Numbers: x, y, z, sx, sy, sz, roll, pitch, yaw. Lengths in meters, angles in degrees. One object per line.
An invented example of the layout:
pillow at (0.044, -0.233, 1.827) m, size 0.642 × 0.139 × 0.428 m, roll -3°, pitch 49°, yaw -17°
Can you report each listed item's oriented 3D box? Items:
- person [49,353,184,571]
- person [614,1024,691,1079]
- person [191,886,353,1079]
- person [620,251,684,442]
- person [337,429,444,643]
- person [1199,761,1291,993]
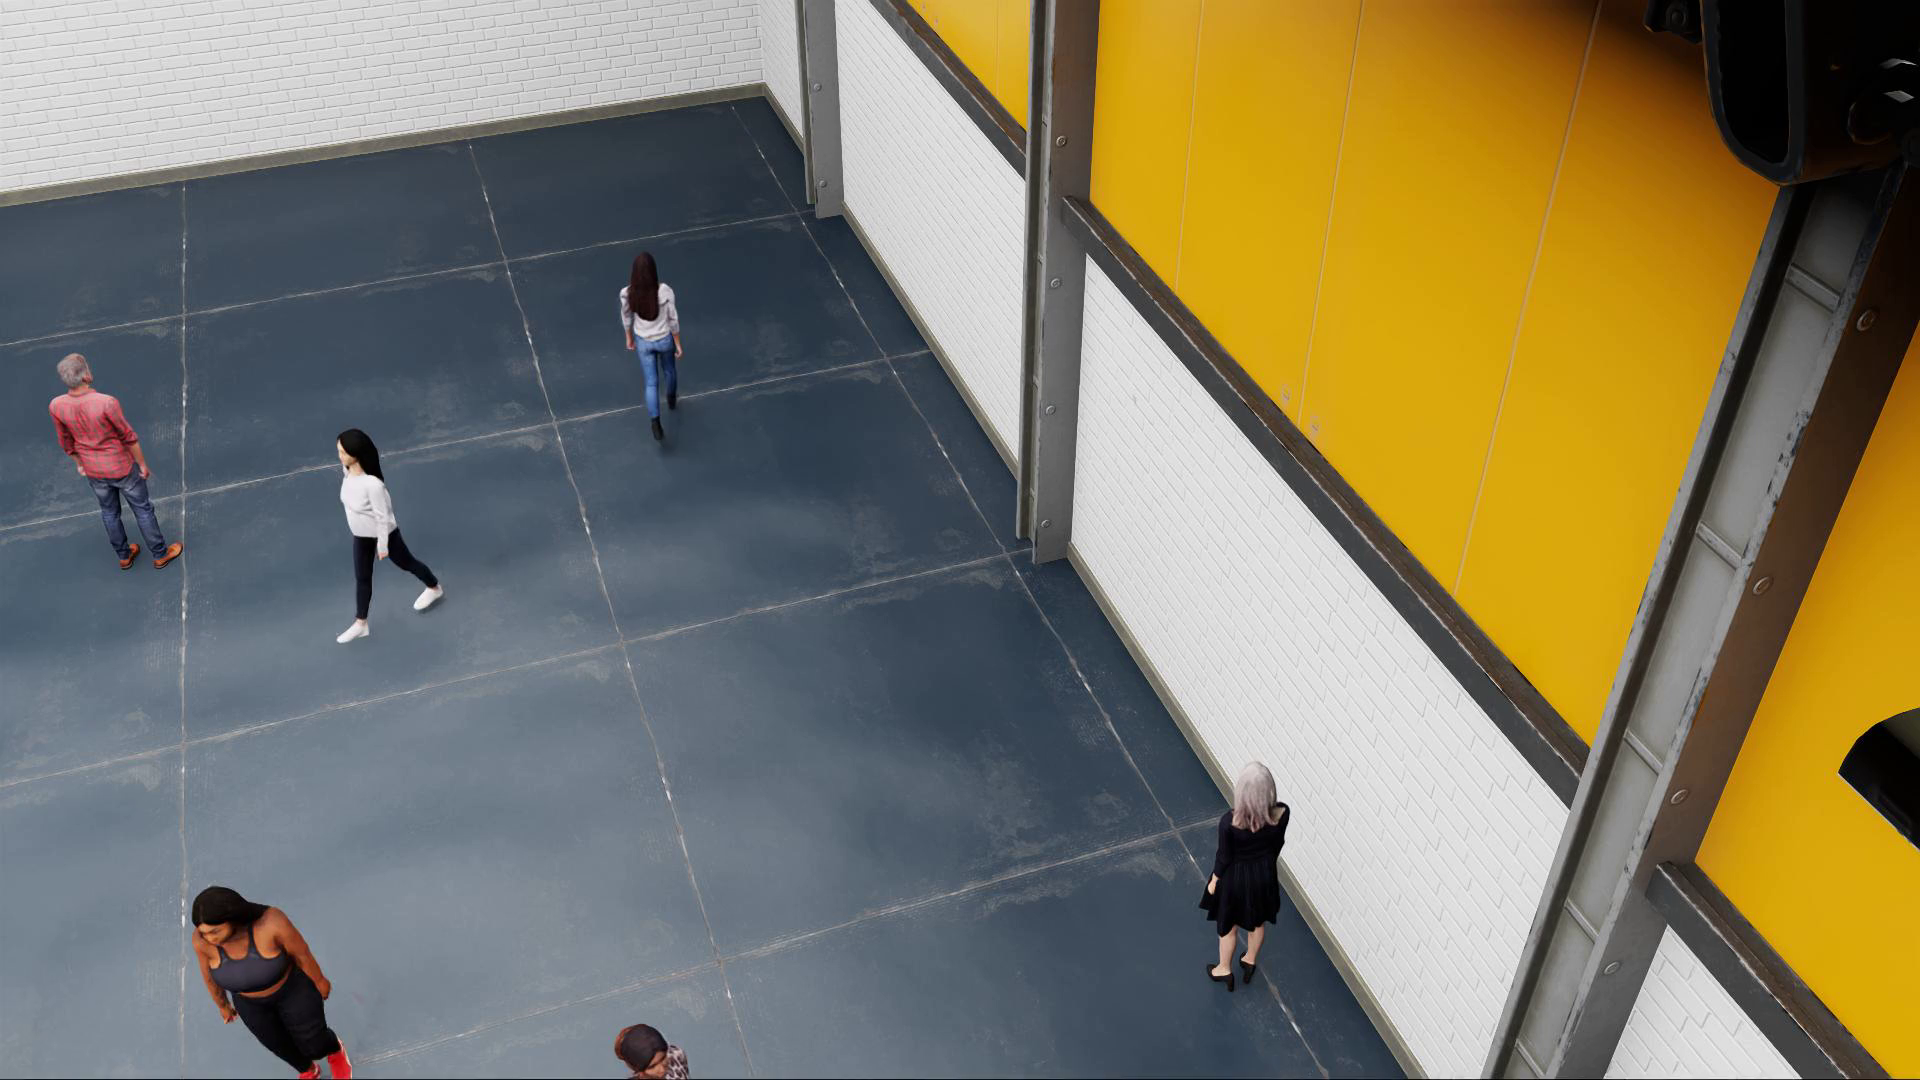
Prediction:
person at (-6.285, -0.568, 12.287) m, size 0.756 × 1.831 × 0.678 m, roll 0°, pitch 39°, yaw 0°
person at (-1.426, 2.911, 8.025) m, size 0.715 × 1.713 × 0.680 m, roll 27°, pitch 46°, yaw 29°
person at (-3.581, 2.302, 8.720) m, size 0.779 × 1.797 × 0.762 m, roll -8°, pitch 39°, yaw -10°
person at (-2.523, -1.565, 13.726) m, size 0.765 × 1.593 × 1.110 m, roll -5°, pitch 39°, yaw -7°
person at (-4.060, -0.085, 11.825) m, size 1.119 × 1.652 × 1.044 m, roll 27°, pitch 46°, yaw 30°
person at (1.590, 1.886, 9.281) m, size 0.606 × 1.747 × 0.575 m, roll -10°, pitch 40°, yaw -12°
